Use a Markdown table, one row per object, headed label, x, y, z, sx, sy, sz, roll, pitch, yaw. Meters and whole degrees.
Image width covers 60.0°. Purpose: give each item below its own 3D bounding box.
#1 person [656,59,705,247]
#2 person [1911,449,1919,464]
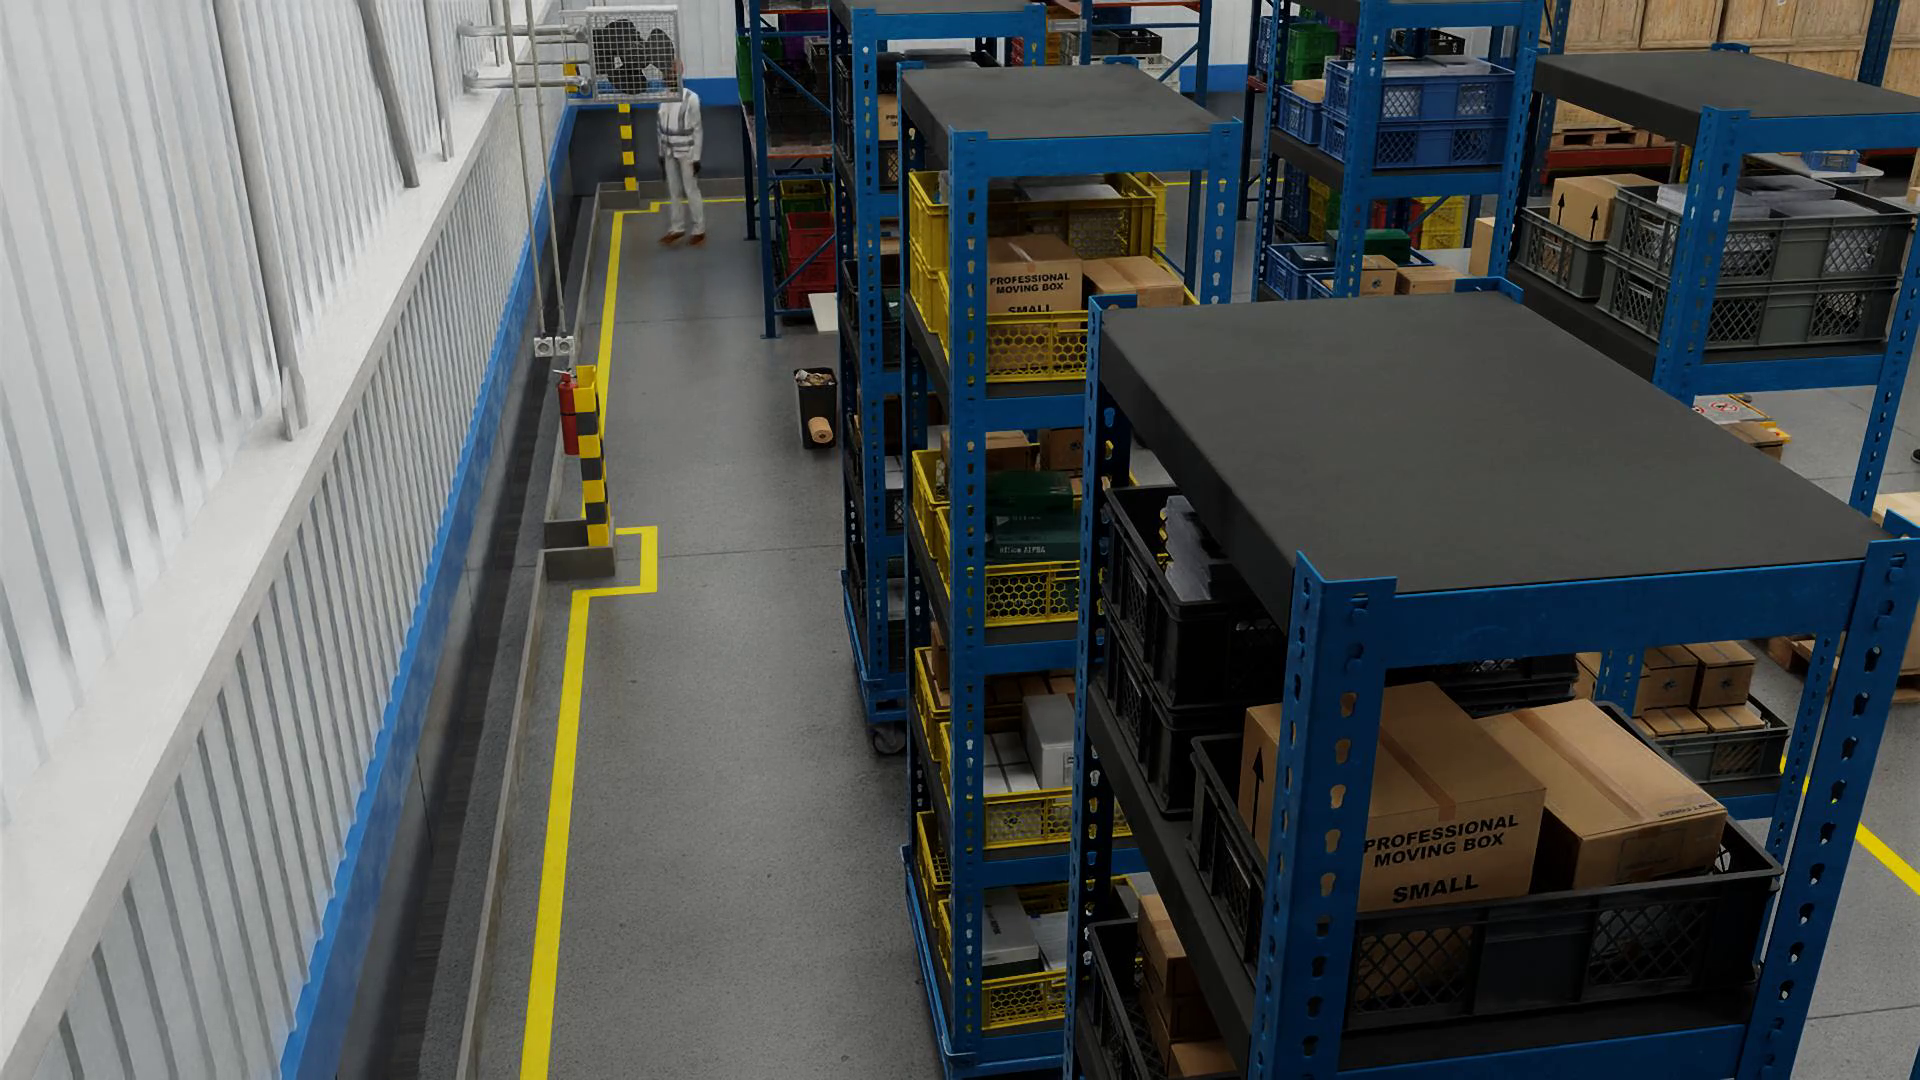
| label | x | y | z | sx | sy | sz | roll | pitch | yaw |
| --- | --- | --- | --- | --- | --- | --- | --- | --- | --- |
| person | -2.848 | -3.930 | 16.892 | 0.584 | 1.882 | 0.337 | 17 | 30 | 32 |
| person | 6.937 | -1.351 | 11.341 | 0.590 | 1.837 | 0.404 | 5 | 25 | 10 |
